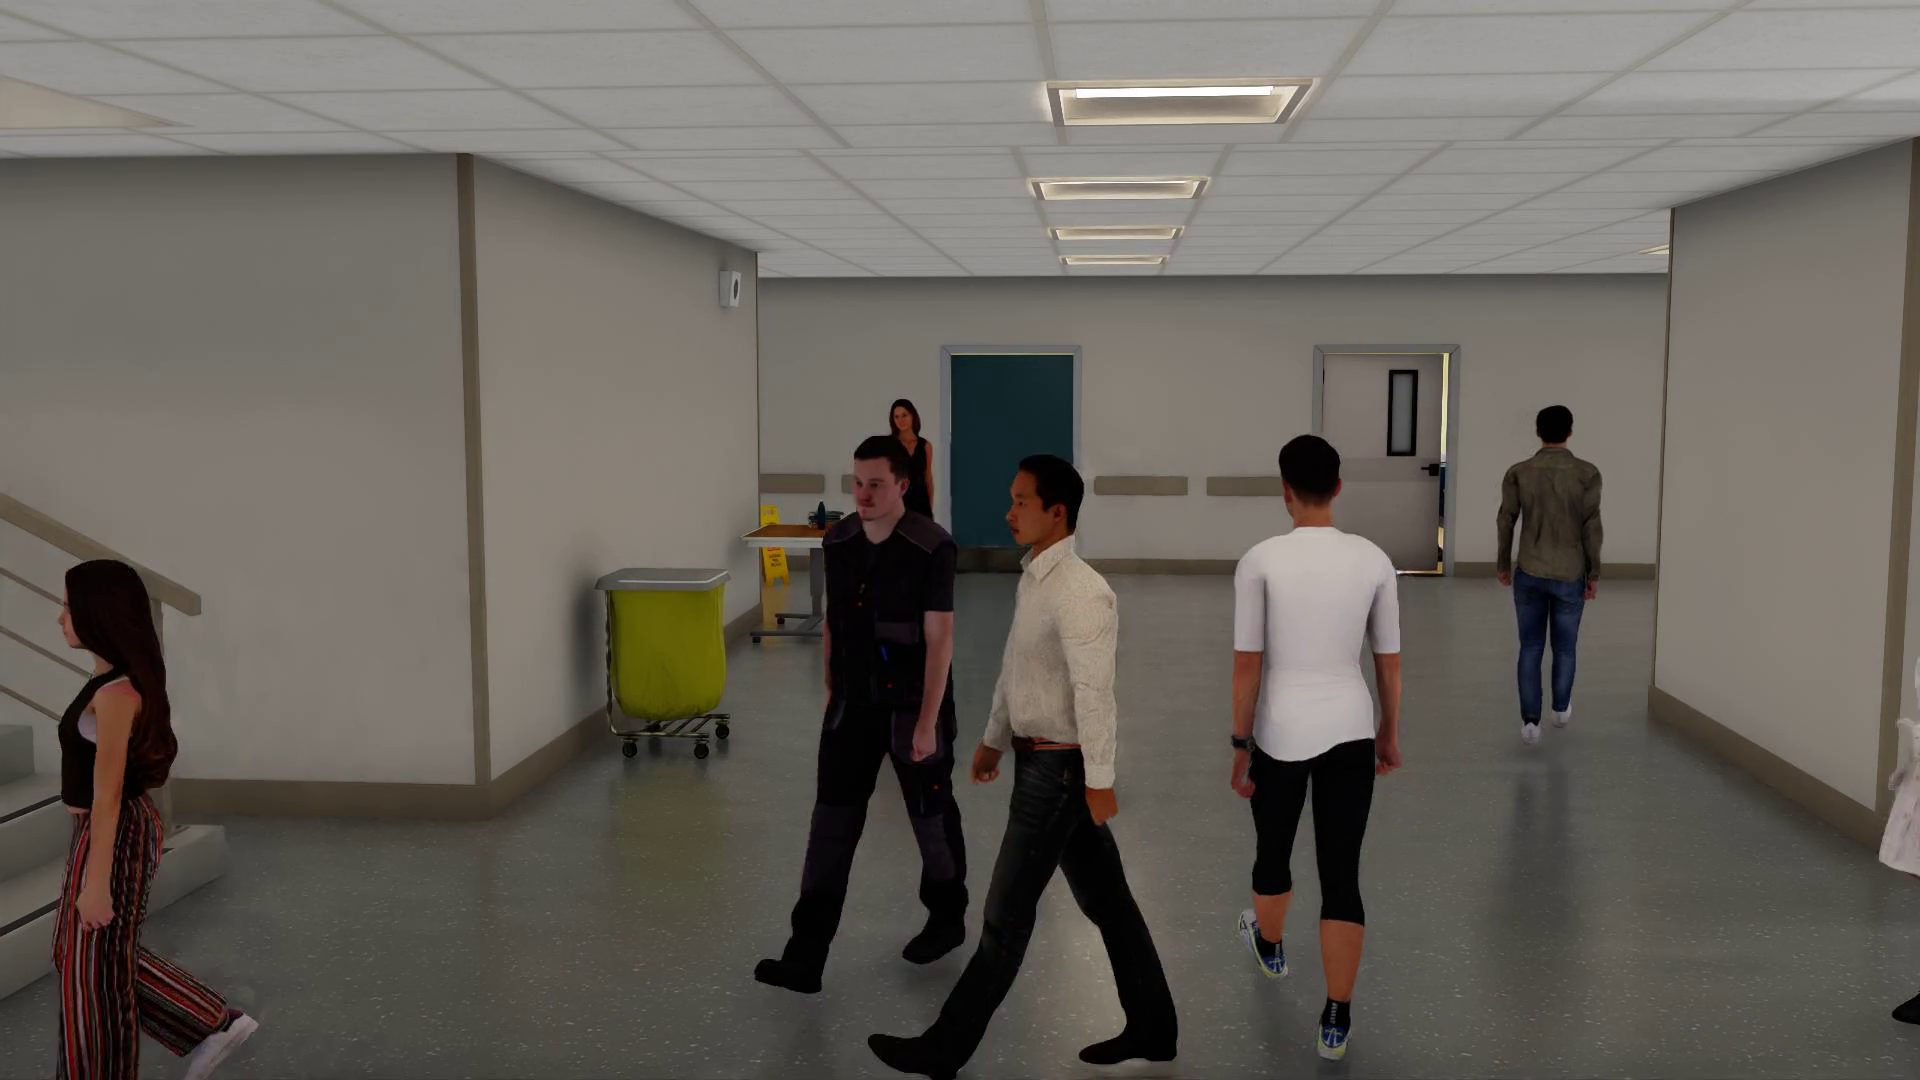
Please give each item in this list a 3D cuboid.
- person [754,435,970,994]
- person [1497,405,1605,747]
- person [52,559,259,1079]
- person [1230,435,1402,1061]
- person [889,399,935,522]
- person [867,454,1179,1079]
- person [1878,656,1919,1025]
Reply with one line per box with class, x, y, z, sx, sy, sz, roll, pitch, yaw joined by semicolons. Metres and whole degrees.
person;-0.171;0.578;5.536;1.265;1.797;1.185;4;7;34
person;3.151;0.228;8.945;1.199;1.811;1.025;2;6;23
person;-2.137;0.819;4.367;0.877;1.552;0.770;-3;6;-27
person;1.072;0.629;4.949;1.078;1.814;0.838;0;6;1
person;-0.421;-0.150;12.681;0.998;1.814;0.862;-2;6;-18
person;0.367;0.677;4.715;1.205;1.764;0.843;-1;6;-7
person;3.167;0.745;5.161;0.801;1.540;0.663;-1;6;-7
